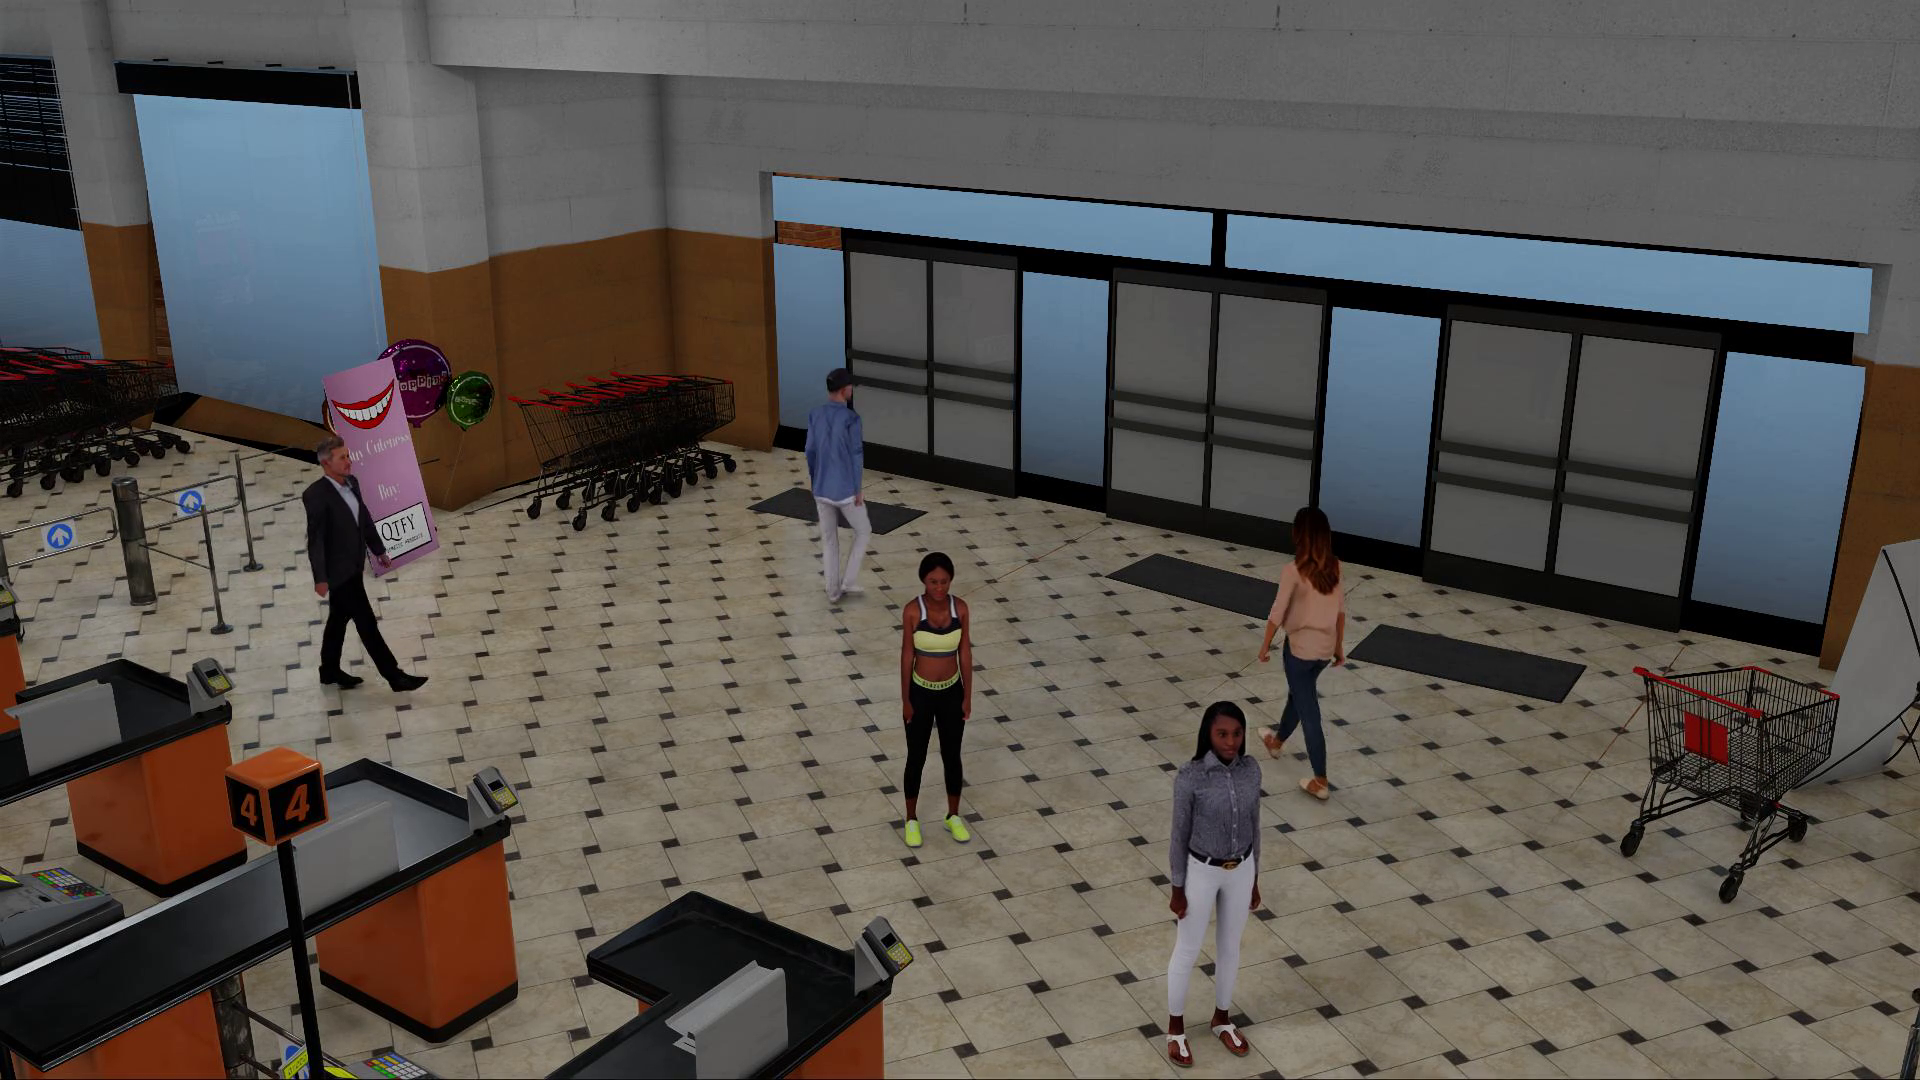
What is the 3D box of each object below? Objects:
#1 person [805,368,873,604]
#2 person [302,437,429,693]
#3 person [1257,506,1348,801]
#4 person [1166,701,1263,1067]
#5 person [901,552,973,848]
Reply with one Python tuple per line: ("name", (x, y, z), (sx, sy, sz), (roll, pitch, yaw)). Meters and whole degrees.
("person", (-0.991, -0.380, 12.896), (0.720, 1.870, 0.703), (9, 21, 24))
("person", (-4.273, 0.184, 11.324), (1.130, 1.806, 1.170), (1, 19, 4))
("person", (2.114, 0.710, 9.840), (1.056, 1.758, 0.986), (-9, 21, -24))
("person", (1.145, 1.523, 7.480), (0.653, 1.724, 0.734), (-5, 19, -15))
("person", (-0.143, 0.882, 9.341), (0.642, 1.750, 0.704), (-4, 19, -10))
